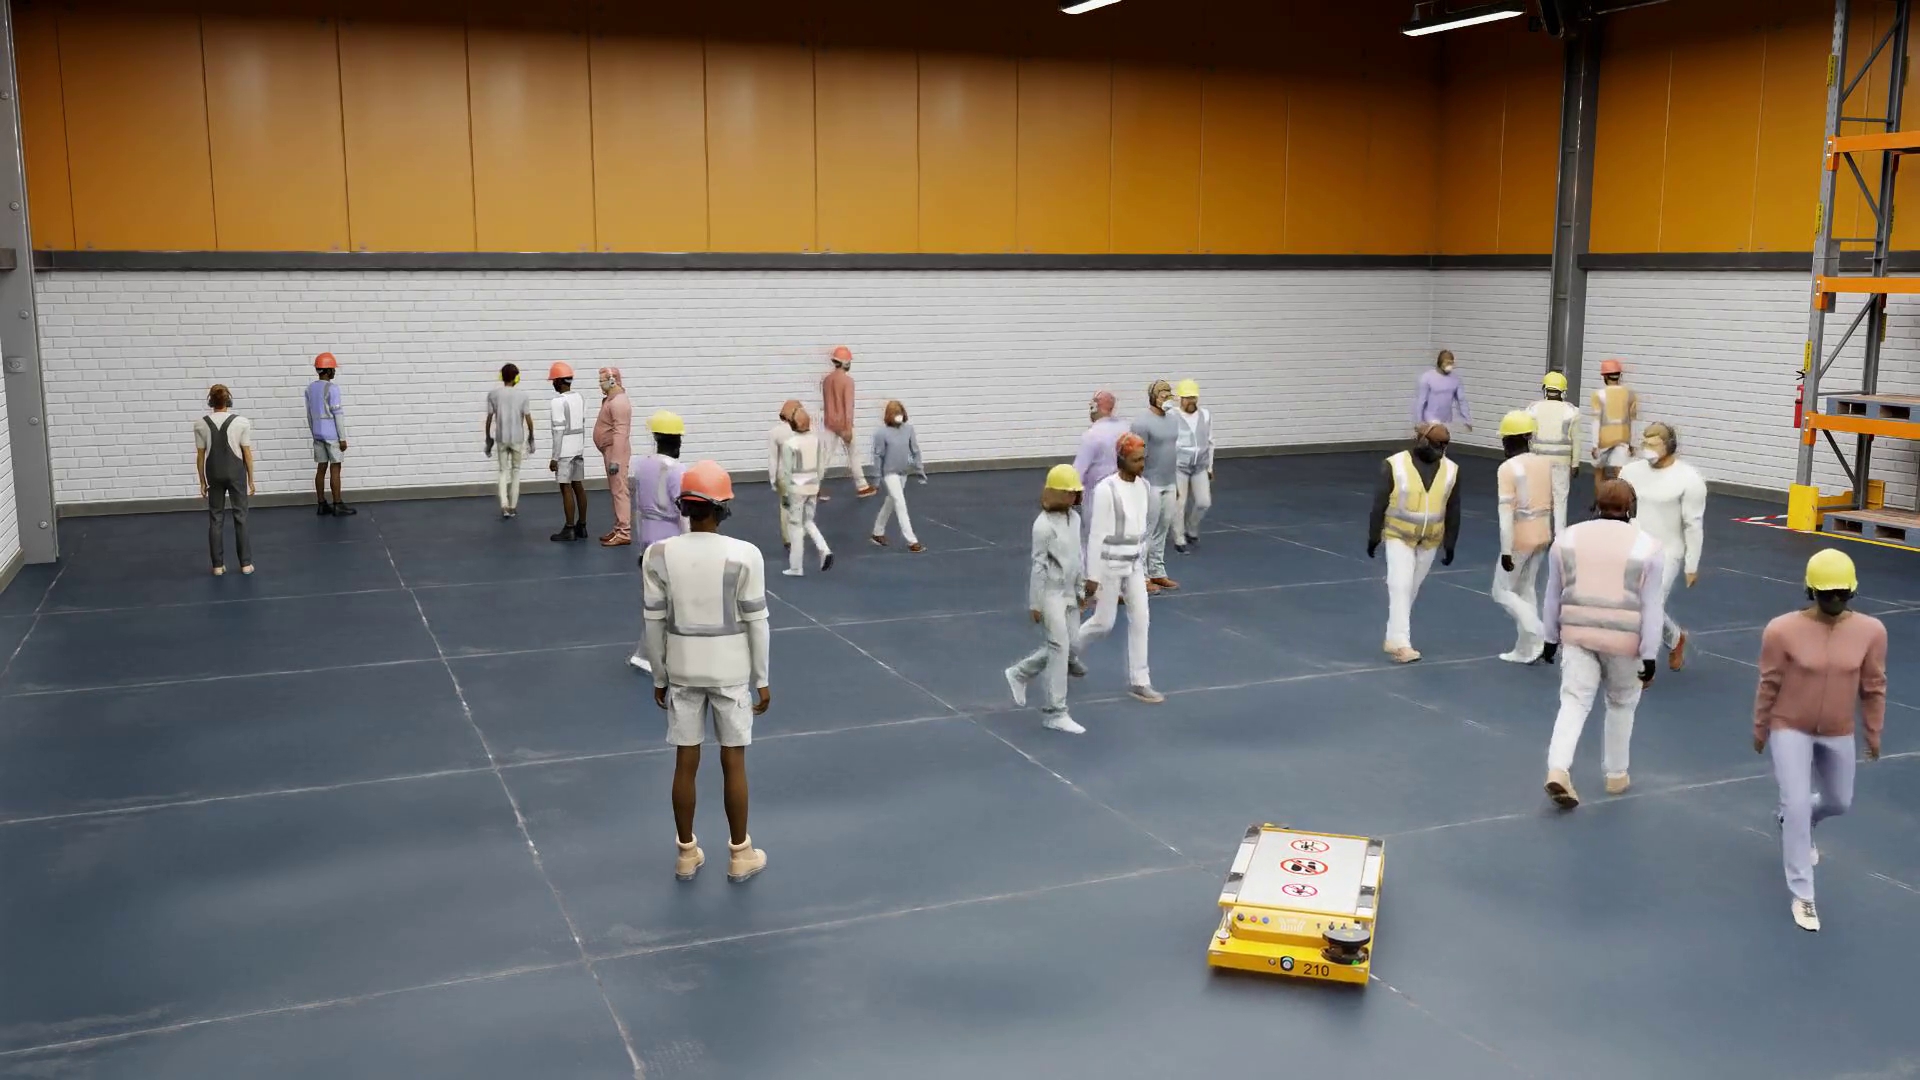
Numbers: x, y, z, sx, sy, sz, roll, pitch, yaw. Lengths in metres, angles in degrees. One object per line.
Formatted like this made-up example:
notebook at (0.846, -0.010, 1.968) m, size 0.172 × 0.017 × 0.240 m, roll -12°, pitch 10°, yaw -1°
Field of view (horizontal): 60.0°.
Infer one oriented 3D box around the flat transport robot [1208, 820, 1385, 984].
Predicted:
flat transport robot at (1.554, 1.596, 7.521) m, size 0.652 × 0.197 × 1.431 m, roll 3°, pitch 10°, yaw 17°

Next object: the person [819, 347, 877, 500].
person at (-1.525, -1.471, 21.058) m, size 0.632 × 1.944 × 1.053 m, roll 9°, pitch 13°, yaw 44°

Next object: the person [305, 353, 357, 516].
person at (-7.473, -1.246, 19.705) m, size 0.542 × 1.938 × 0.358 m, roll 5°, pitch 11°, yaw 27°

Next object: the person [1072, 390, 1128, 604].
person at (1.193, -0.368, 14.581) m, size 0.649 × 1.873 × 0.709 m, roll 5°, pitch 11°, yaw 29°

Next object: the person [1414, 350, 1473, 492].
person at (6.259, -1.536, 21.701) m, size 0.649 × 1.878 × 1.066 m, roll -3°, pitch 10°, yaw -20°

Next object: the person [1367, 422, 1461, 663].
person at (3.432, 0.024, 12.463) m, size 0.675 × 1.791 × 0.894 m, roll -1°, pitch 9°, yaw -6°

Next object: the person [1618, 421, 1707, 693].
person at (4.915, 0.104, 11.652) m, size 0.881 × 1.907 × 0.623 m, roll -6°, pitch 11°, yaw -34°

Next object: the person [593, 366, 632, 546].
person at (-3.680, -0.891, 17.658) m, size 0.410 × 1.906 × 0.642 m, roll -2°, pitch 10°, yaw -14°

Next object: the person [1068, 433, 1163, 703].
person at (1.017, 0.169, 11.425) m, size 0.842 × 1.854 × 0.617 m, roll 9°, pitch 13°, yaw 44°

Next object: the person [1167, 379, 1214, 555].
person at (2.332, -0.747, 17.046) m, size 0.615 × 1.813 × 0.435 m, roll -3°, pitch 10°, yaw -16°

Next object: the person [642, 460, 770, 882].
person at (-1.203, 0.634, 7.994) m, size 0.608 × 2.044 × 0.372 m, roll 1°, pitch 9°, yaw 8°

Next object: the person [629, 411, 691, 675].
person at (-2.201, 0.026, 12.172) m, size 0.803 × 1.900 × 0.604 m, roll -8°, pitch 12°, yaw -39°

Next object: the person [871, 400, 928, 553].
person at (-0.665, -0.670, 17.294) m, size 0.903 × 1.577 × 0.504 m, roll 9°, pitch 13°, yaw 43°

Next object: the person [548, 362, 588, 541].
person at (-4.242, -0.950, 17.913) m, size 0.360 × 1.937 × 0.542 m, roll 3°, pitch 10°, yaw 20°

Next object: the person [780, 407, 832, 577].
person at (-1.486, -0.446, 15.769) m, size 0.437 × 1.626 × 0.531 m, roll 7°, pitch 12°, yaw 38°

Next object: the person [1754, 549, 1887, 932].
person at (3.902, 0.845, 7.653) m, size 0.542 × 1.729 × 0.766 m, roll 1°, pitch 9°, yaw 8°

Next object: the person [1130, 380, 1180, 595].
person at (1.786, -0.486, 15.090) m, size 0.358 × 1.938 × 0.636 m, roll 8°, pitch 12°, yaw 41°

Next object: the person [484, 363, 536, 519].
person at (-5.289, -1.164, 19.544) m, size 0.593 × 1.827 × 0.647 m, roll -1°, pitch 9°, yaw -6°

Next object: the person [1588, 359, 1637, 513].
person at (7.666, -1.178, 19.483) m, size 0.563 × 1.888 × 1.015 m, roll 0°, pitch 9°, yaw 2°

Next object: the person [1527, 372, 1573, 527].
person at (6.668, -1.021, 18.862) m, size 0.535 × 1.767 × 0.316 m, roll 1°, pitch 9°, yaw 9°

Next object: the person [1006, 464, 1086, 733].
person at (0.554, 0.353, 10.670) m, size 0.604 × 1.726 × 0.491 m, roll 6°, pitch 11°, yaw 32°

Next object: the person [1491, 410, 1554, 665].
person at (4.154, 0.006, 12.224) m, size 0.586 × 1.910 × 0.561 m, roll -6°, pitch 11°, yaw -33°

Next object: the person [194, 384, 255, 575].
person at (-7.035, -0.573, 15.947) m, size 0.501 × 1.839 × 0.341 m, roll -2°, pitch 10°, yaw -11°

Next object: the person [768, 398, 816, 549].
person at (-1.724, -0.657, 17.142) m, size 0.496 × 1.599 × 0.727 m, roll -1°, pitch 9°, yaw -6°

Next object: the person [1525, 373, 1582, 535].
person at (6.256, -0.845, 17.594) m, size 0.600 × 1.829 × 0.404 m, roll 5°, pitch 11°, yaw 28°

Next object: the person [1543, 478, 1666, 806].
person at (3.507, 0.566, 9.156) m, size 0.648 × 1.808 × 0.870 m, roll 7°, pitch 11°, yaw 35°
